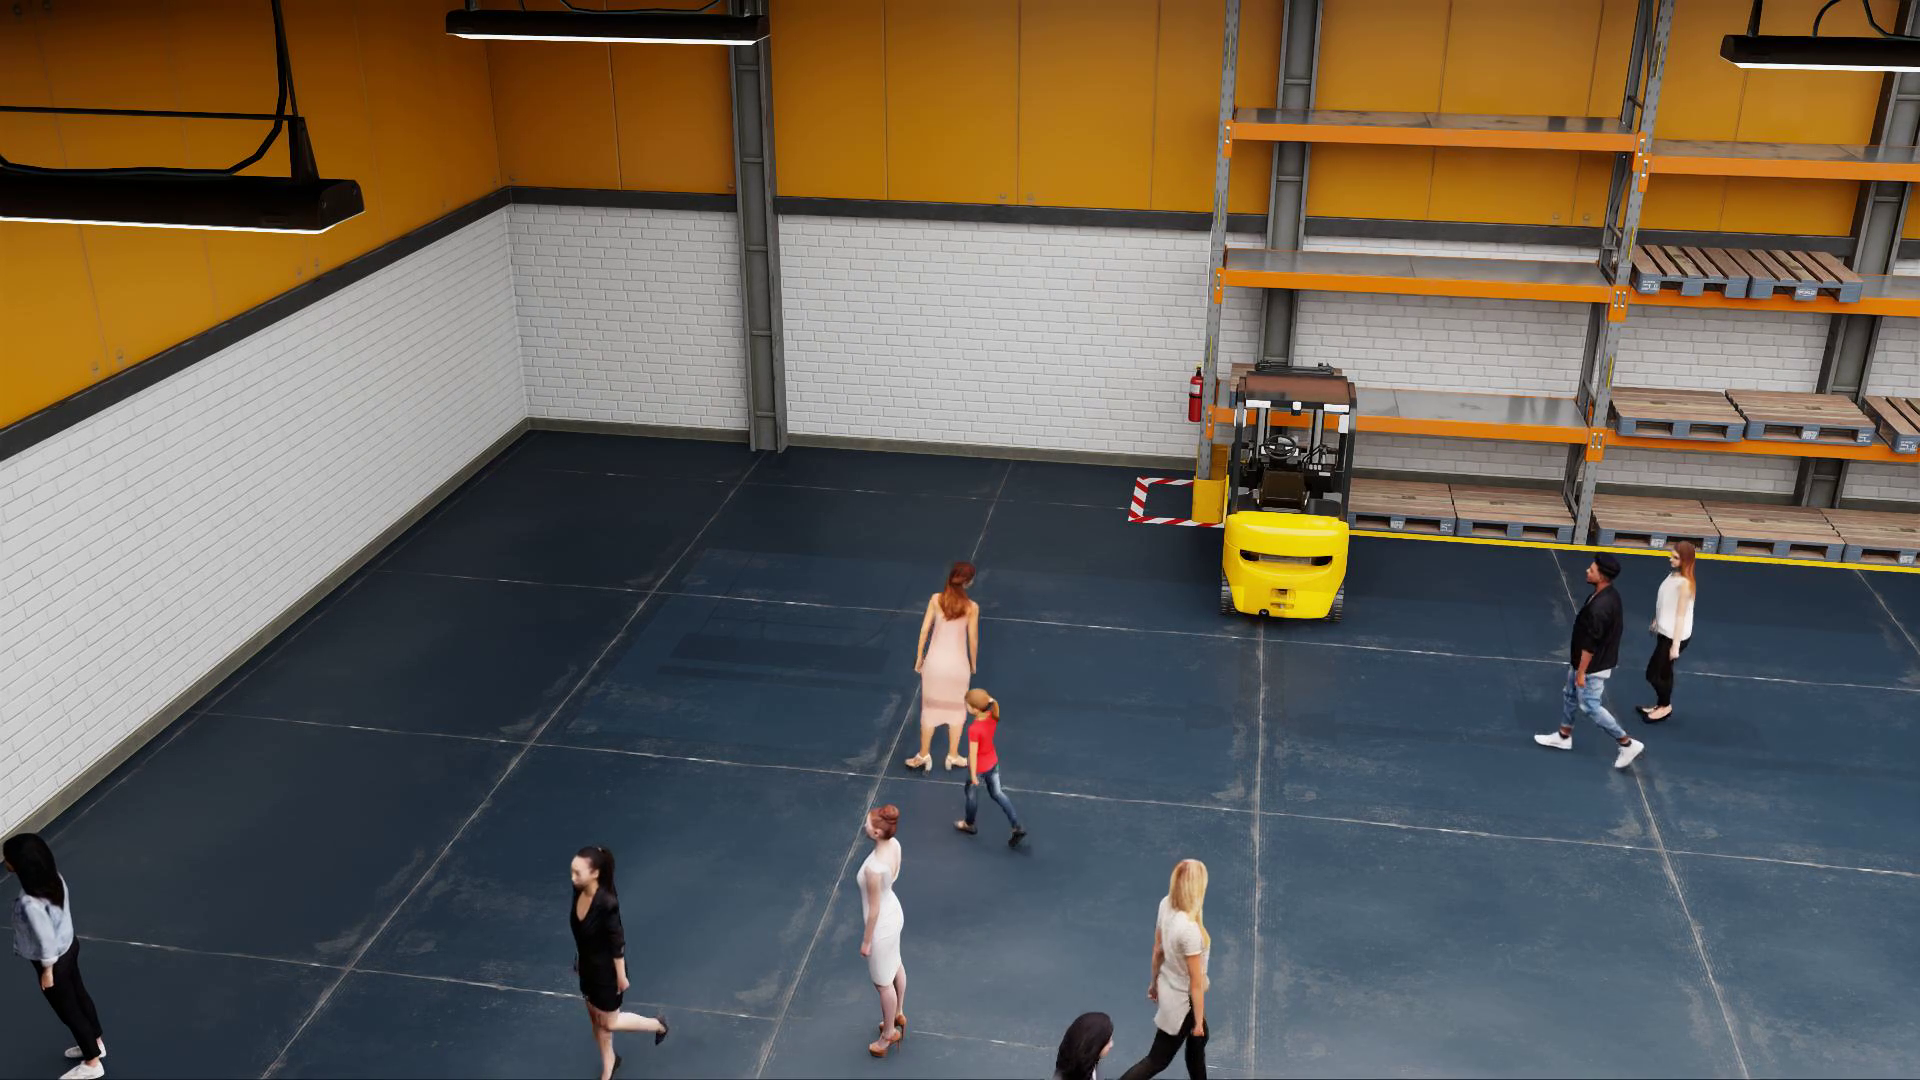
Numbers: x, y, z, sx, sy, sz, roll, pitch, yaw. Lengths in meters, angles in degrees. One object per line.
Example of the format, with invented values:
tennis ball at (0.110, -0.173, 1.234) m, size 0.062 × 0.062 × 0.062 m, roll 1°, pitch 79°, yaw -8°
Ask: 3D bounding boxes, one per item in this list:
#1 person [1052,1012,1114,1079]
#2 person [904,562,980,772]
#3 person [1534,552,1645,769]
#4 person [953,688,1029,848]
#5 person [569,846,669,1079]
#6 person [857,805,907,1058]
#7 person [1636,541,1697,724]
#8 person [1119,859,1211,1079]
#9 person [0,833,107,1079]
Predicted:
person at (0.495, 3.104, 8.531) m, size 1.017 × 1.722 × 0.840 m, roll 15°, pitch 28°, yaw 31°
person at (-0.168, 1.020, 13.190) m, size 0.465 × 1.809 × 0.800 m, roll -1°, pitch 24°, yaw -2°
person at (5.163, 0.978, 13.315) m, size 1.182 × 1.786 × 0.935 m, roll 13°, pitch 27°, yaw 27°
person at (0.235, 1.688, 12.311) m, size 0.934 × 1.288 × 0.741 m, roll 18°, pitch 30°, yaw 36°
person at (-2.053, 2.519, 9.916) m, size 0.887 × 1.685 × 0.841 m, roll -19°, pitch 30°, yaw -37°
person at (-0.458, 2.366, 10.131) m, size 0.493 × 1.793 × 0.582 m, roll 6°, pitch 24°, yaw 14°
person at (5.979, 0.803, 13.810) m, size 0.550 × 1.709 × 0.700 m, roll 10°, pitch 26°, yaw 22°
person at (1.143, 2.657, 9.480) m, size 1.272 × 1.782 × 0.996 m, roll -7°, pitch 24°, yaw -15°
person at (-5.414, 2.491, 9.949) m, size 0.686 × 1.710 × 0.682 m, roll -7°, pitch 25°, yaw -16°
